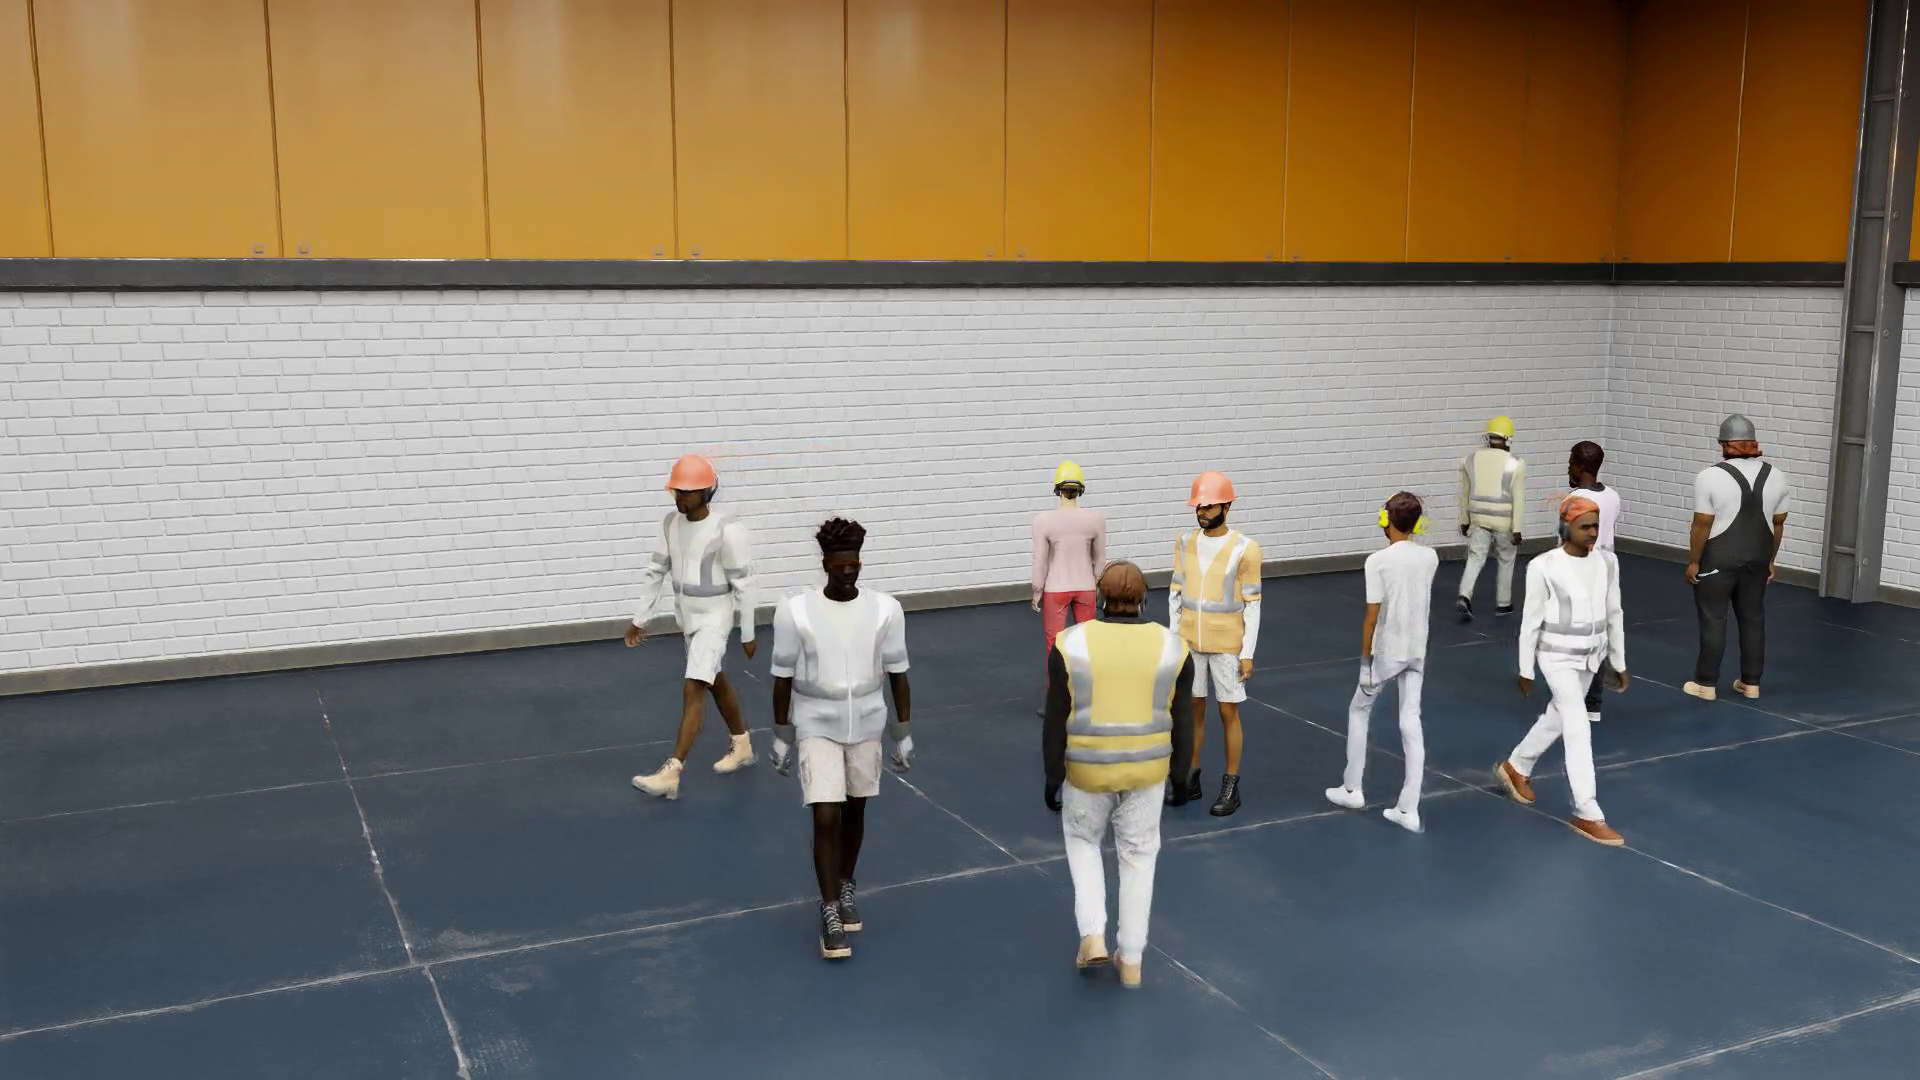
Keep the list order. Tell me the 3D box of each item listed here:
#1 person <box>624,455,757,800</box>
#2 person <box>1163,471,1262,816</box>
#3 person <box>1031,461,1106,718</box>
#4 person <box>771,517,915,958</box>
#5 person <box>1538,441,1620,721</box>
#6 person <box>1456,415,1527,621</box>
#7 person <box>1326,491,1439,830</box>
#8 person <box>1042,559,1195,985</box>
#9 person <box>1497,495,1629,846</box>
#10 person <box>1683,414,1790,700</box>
[{"bbox_3d":[-1.551,0.484,9.739,0.619,1.976,1.078,8,12,40],"label":"person"},{"bbox_3d":[1.402,0.574,9.329,0.552,1.937,0.356,7,11,36],"label":"person"},{"bbox_3d":[0.730,0.348,11.262,0.525,1.769,0.315,-2,9,-13],"label":"person"},{"bbox_3d":[-0.492,0.878,7.418,0.634,1.938,0.790,-3,10,-19],"label":"person"},{"bbox_3d":[4.165,0.296,11.110,0.596,1.918,0.380,-8,12,-42],"label":"person"},{"bbox_3d":[4.615,-0.187,14.471,0.597,1.801,0.848,8,12,40],"label":"person"},{"bbox_3d":[2.365,0.642,9.251,0.523,1.825,0.815,-3,10,-20],"label":"person"},{"bbox_3d":[0.675,0.988,7.101,0.661,1.823,0.457,0,9,-2],"label":"person"},{"bbox_3d":[3.316,0.656,9.159,0.589,1.838,0.991,-4,10,-24],"label":"person"},{"bbox_3d":[5.476,0.114,11.861,0.688,2.000,0.536,-1,9,-5],"label":"person"}]
